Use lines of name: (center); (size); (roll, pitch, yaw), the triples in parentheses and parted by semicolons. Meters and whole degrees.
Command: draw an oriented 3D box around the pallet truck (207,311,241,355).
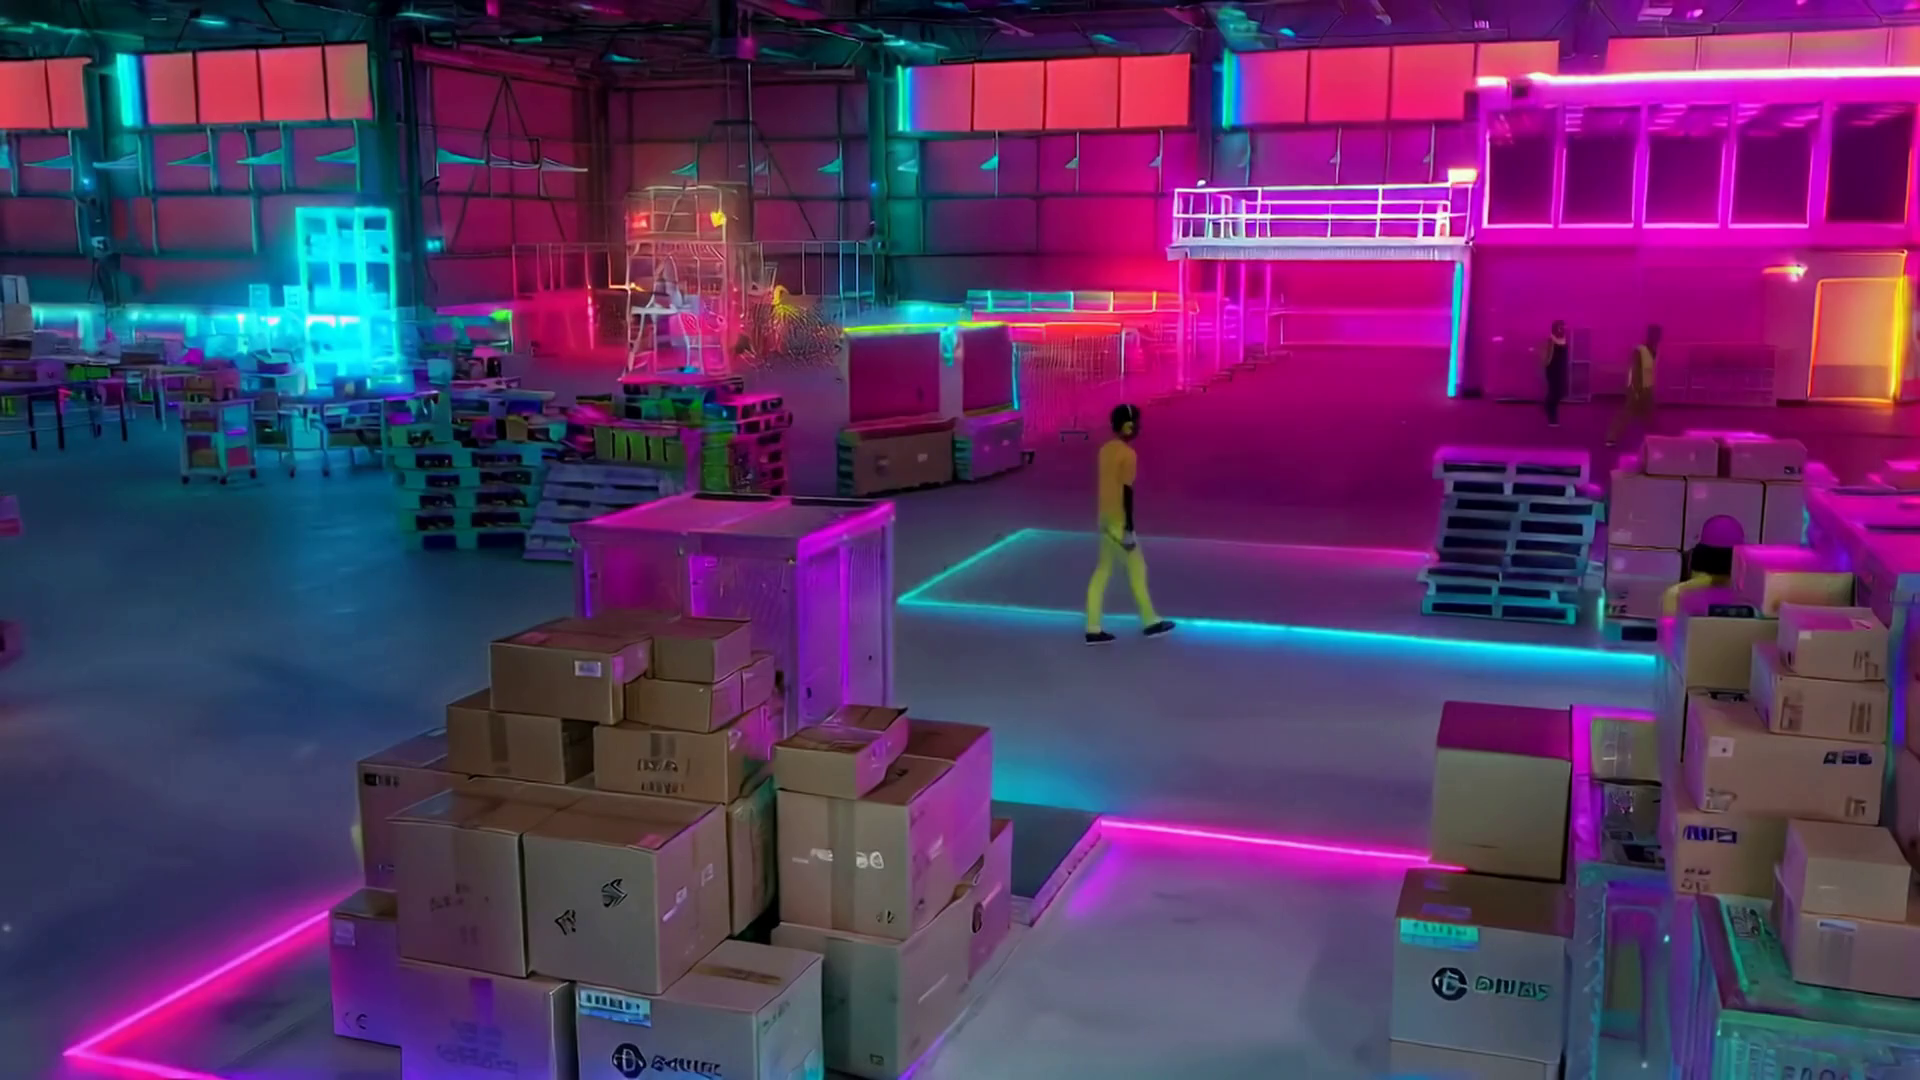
pallet truck: (-19.537, -5.575, 44.913); (0.653, 1.274, 1.630); (3, 11, 19)

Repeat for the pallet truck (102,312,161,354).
pallet truck: (-23.057, -5.777, 46.261); (0.680, 1.201, 1.601); (3, 11, 19)

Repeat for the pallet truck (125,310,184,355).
pallet truck: (-22.038, -5.665, 45.457); (0.704, 1.261, 1.522); (3, 11, 17)

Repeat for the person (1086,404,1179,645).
person: (1.287, -0.125, 12.726); (0.831, 1.831, 0.532); (-7, 12, -33)

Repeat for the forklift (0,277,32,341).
forklift: (-27.151, -6.329, 46.328); (1.157, 1.987, 2.680); (3, 11, 17)

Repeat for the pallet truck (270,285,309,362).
pallet truck: (-17.147, -5.700, 43.663); (0.823, 1.965, 1.885); (3, 11, 17)

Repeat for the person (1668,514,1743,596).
person: (3.657, 0.739, 8.113); (0.492, 1.742, 0.320); (1, 10, 5)

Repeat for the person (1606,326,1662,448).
person: (10.091, -2.249, 24.643); (0.616, 1.861, 1.054); (-6, 12, -29)

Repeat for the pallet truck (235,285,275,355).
pallet truck: (-18.327, -5.835, 44.421); (0.823, 1.965, 1.885); (4, 11, 23)

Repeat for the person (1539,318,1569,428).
person: (9.876, -2.768, 27.628); (0.533, 1.827, 0.454); (-5, 11, -28)
